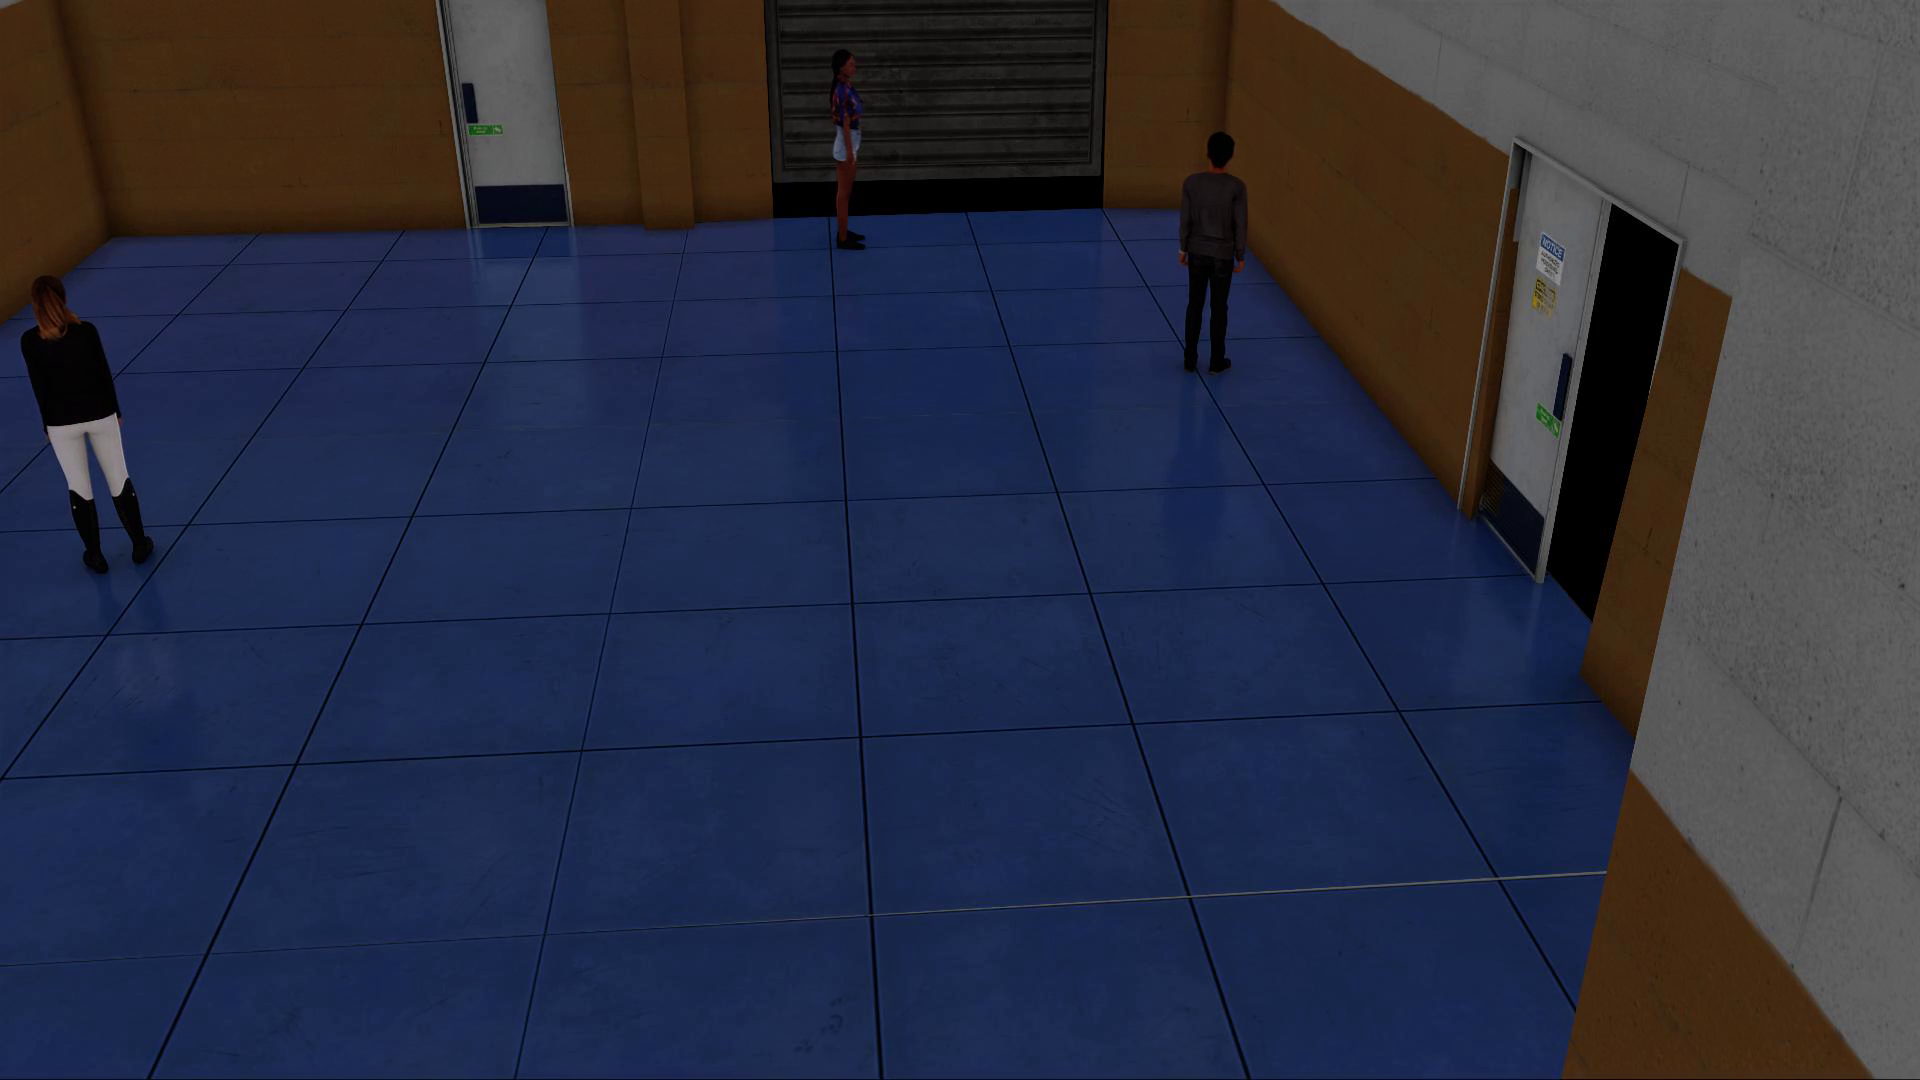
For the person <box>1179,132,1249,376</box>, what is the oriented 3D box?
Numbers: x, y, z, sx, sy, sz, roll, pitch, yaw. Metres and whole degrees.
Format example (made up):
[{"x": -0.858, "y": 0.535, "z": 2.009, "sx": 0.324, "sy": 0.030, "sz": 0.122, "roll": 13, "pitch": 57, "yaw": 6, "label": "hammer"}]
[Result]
[{"x": 1.809, "y": -2.067, "z": 12.042, "sx": 0.618, "sy": 1.772, "sz": 0.773, "roll": 21, "pitch": 34, "yaw": 35, "label": "person"}]

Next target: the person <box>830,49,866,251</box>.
[{"x": -1.024, "y": -3.497, "z": 14.893, "sx": 0.515, "sy": 1.743, "sz": 0.588, "roll": -1, "pitch": 27, "yaw": -2, "label": "person"}]

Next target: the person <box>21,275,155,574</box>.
[{"x": -4.882, "y": -0.641, "z": 9.257, "sx": 0.616, "sy": 1.729, "sz": 0.709, "roll": -15, "pitch": 31, "yaw": -27, "label": "person"}]
